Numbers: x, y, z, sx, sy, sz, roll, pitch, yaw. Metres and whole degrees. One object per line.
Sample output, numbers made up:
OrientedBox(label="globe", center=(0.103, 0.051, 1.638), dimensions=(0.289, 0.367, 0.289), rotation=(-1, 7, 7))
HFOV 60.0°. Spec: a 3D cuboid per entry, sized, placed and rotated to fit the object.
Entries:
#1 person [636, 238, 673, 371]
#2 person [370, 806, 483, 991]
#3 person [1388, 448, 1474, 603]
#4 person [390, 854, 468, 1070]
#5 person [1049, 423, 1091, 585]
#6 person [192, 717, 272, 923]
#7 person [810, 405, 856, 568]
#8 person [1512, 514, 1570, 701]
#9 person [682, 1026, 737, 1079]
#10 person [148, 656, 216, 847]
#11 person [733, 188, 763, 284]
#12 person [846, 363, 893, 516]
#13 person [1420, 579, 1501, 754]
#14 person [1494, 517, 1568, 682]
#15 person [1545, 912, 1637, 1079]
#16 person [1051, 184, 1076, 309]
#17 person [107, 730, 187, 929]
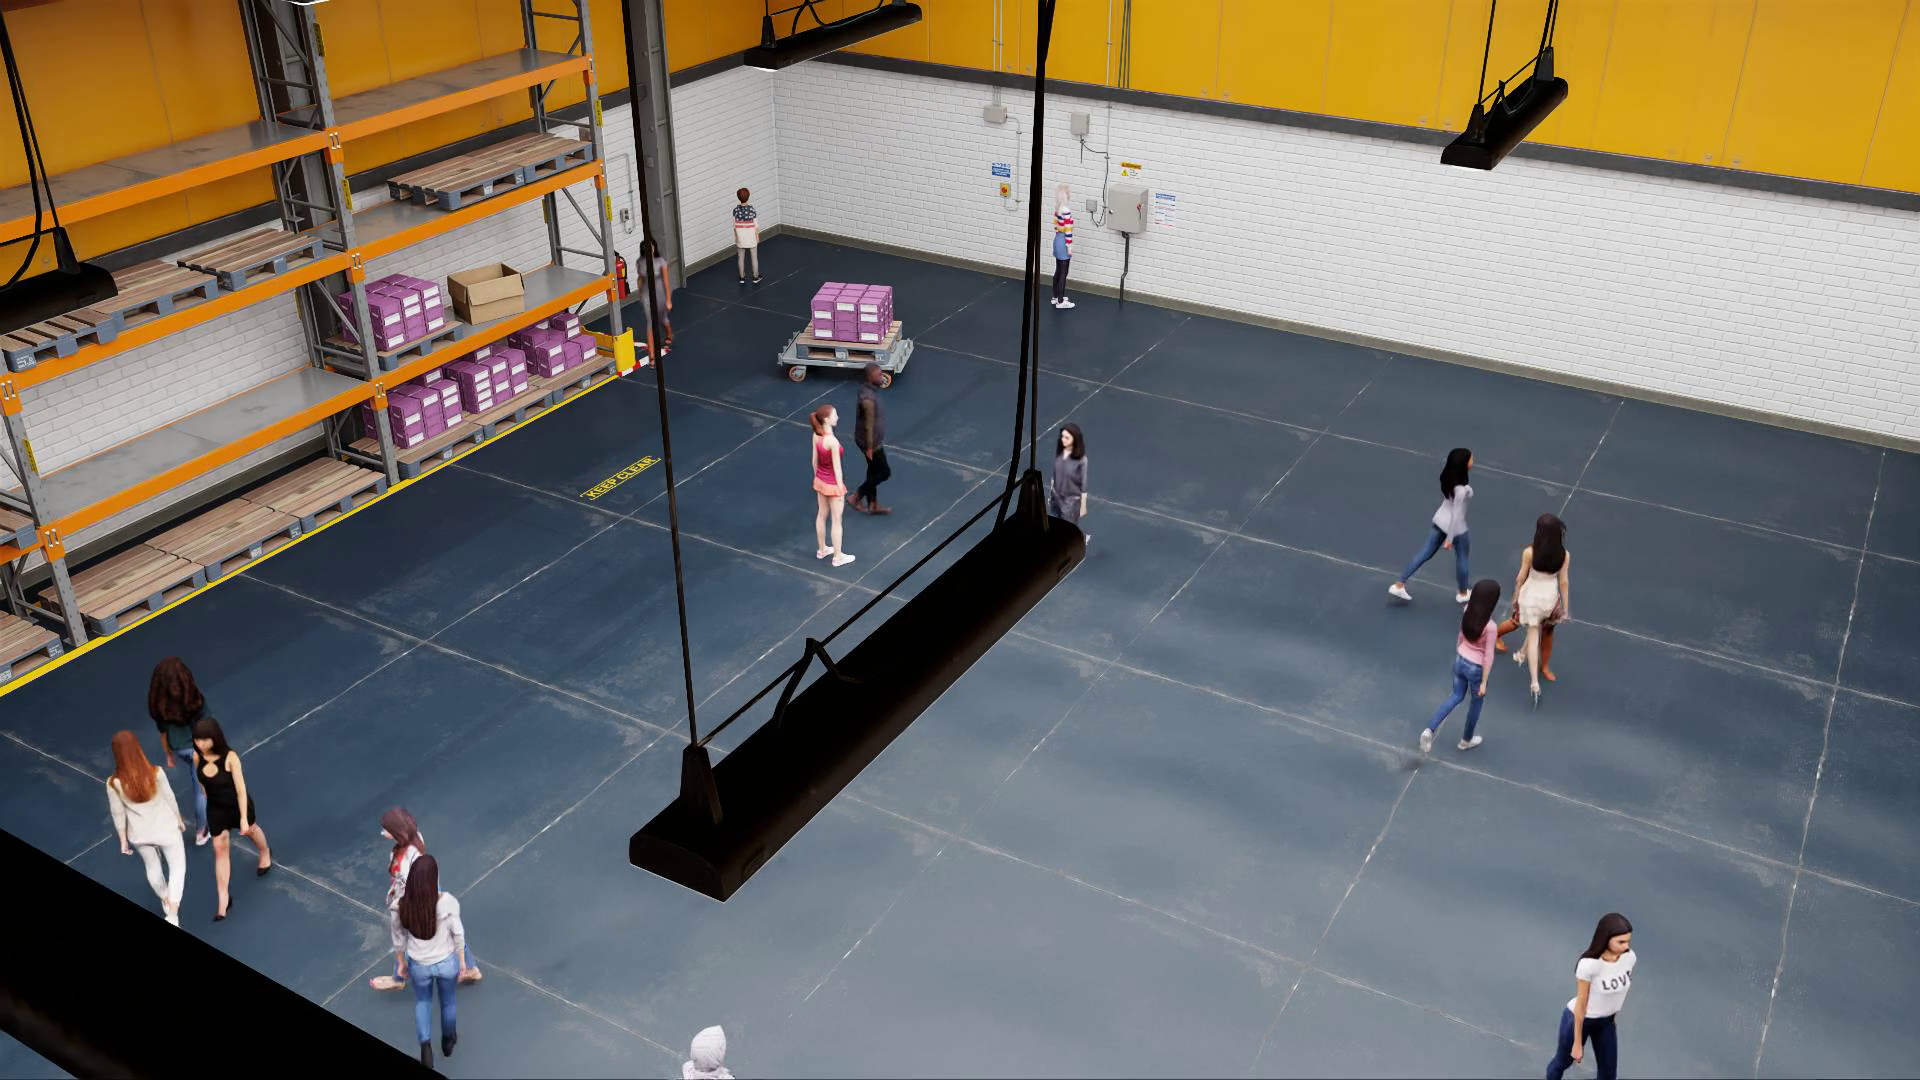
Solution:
OrientedBox(label="person", center=(-4.009, -3.181, 21.974), dimensions=(0.966, 1.733, 1.207), rotation=(2, 29, 4))
OrientedBox(label="person", center=(-3.710, 2.525, 11.680), dimensions=(1.004, 1.574, 1.021), rotation=(-3, 29, -5))
OrientedBox(label="person", center=(4.704, -0.107, 16.380), dimensions=(1.175, 1.693, 1.167), rotation=(-5, 29, -9))
OrientedBox(label="person", center=(-3.490, 2.867, 11.014), dimensions=(0.868, 1.611, 0.953), rotation=(-4, 29, -8))
OrientedBox(label="person", center=(1.156, -0.419, 16.900), dimensions=(0.953, 1.743, 0.766), rotation=(-23, 36, -36))
OrientedBox(label="person", center=(-5.482, 2.001, 12.609), dimensions=(0.858, 1.603, 1.120), rotation=(2, 29, 4))
OrientedBox(label="person", center=(-1.354, -0.579, 17.186), dimensions=(0.611, 1.750, 0.621), rotation=(-25, 37, -38))
OrientedBox(label="person", center=(5.223, 0.640, 15.014), dimensions=(0.915, 1.690, 1.141), rotation=(3, 29, 5))
OrientedBox(label="person", center=(-1.444, 3.568, 9.579), dimensions=(1.108, 1.755, 0.803), rotation=(-25, 37, -37))
OrientedBox(label="person", center=(-6.116, 1.700, 13.185), dimensions=(0.903, 1.581, 1.116), rotation=(1, 29, 2))
OrientedBox(label="person", center=(-3.186, -4.549, 24.789), dimensions=(0.593, 1.439, 0.612), rotation=(1, 29, 1))
OrientedBox(label="person", center=(-1.034, -1.066, 17.996), dimensions=(0.958, 1.829, 0.882), rotation=(-2, 29, -4))
OrientedBox(label="person", center=(4.278, 1.101, 14.129), dimensions=(1.048, 1.729, 0.878), rotation=(-15, 32, -25))
OrientedBox(label="person", center=(5.282, 0.470, 15.406), dimensions=(1.059, 1.613, 1.011), rotation=(-17, 33, -28))
OrientedBox(label="person", center=(3.928, 3.025, 10.573), dimensions=(0.866, 1.756, 0.915), rotation=(-9, 30, -15))
OrientedBox(label="person", center=(1.466, -4.228, 23.818), dimensions=(0.761, 1.805, 0.706), rotation=(-8, 30, -14))
OrientedBox(label="person", center=(-5.910, 2.185, 12.188), dimensions=(0.944, 1.683, 0.997), rotation=(-9, 30, -16))
